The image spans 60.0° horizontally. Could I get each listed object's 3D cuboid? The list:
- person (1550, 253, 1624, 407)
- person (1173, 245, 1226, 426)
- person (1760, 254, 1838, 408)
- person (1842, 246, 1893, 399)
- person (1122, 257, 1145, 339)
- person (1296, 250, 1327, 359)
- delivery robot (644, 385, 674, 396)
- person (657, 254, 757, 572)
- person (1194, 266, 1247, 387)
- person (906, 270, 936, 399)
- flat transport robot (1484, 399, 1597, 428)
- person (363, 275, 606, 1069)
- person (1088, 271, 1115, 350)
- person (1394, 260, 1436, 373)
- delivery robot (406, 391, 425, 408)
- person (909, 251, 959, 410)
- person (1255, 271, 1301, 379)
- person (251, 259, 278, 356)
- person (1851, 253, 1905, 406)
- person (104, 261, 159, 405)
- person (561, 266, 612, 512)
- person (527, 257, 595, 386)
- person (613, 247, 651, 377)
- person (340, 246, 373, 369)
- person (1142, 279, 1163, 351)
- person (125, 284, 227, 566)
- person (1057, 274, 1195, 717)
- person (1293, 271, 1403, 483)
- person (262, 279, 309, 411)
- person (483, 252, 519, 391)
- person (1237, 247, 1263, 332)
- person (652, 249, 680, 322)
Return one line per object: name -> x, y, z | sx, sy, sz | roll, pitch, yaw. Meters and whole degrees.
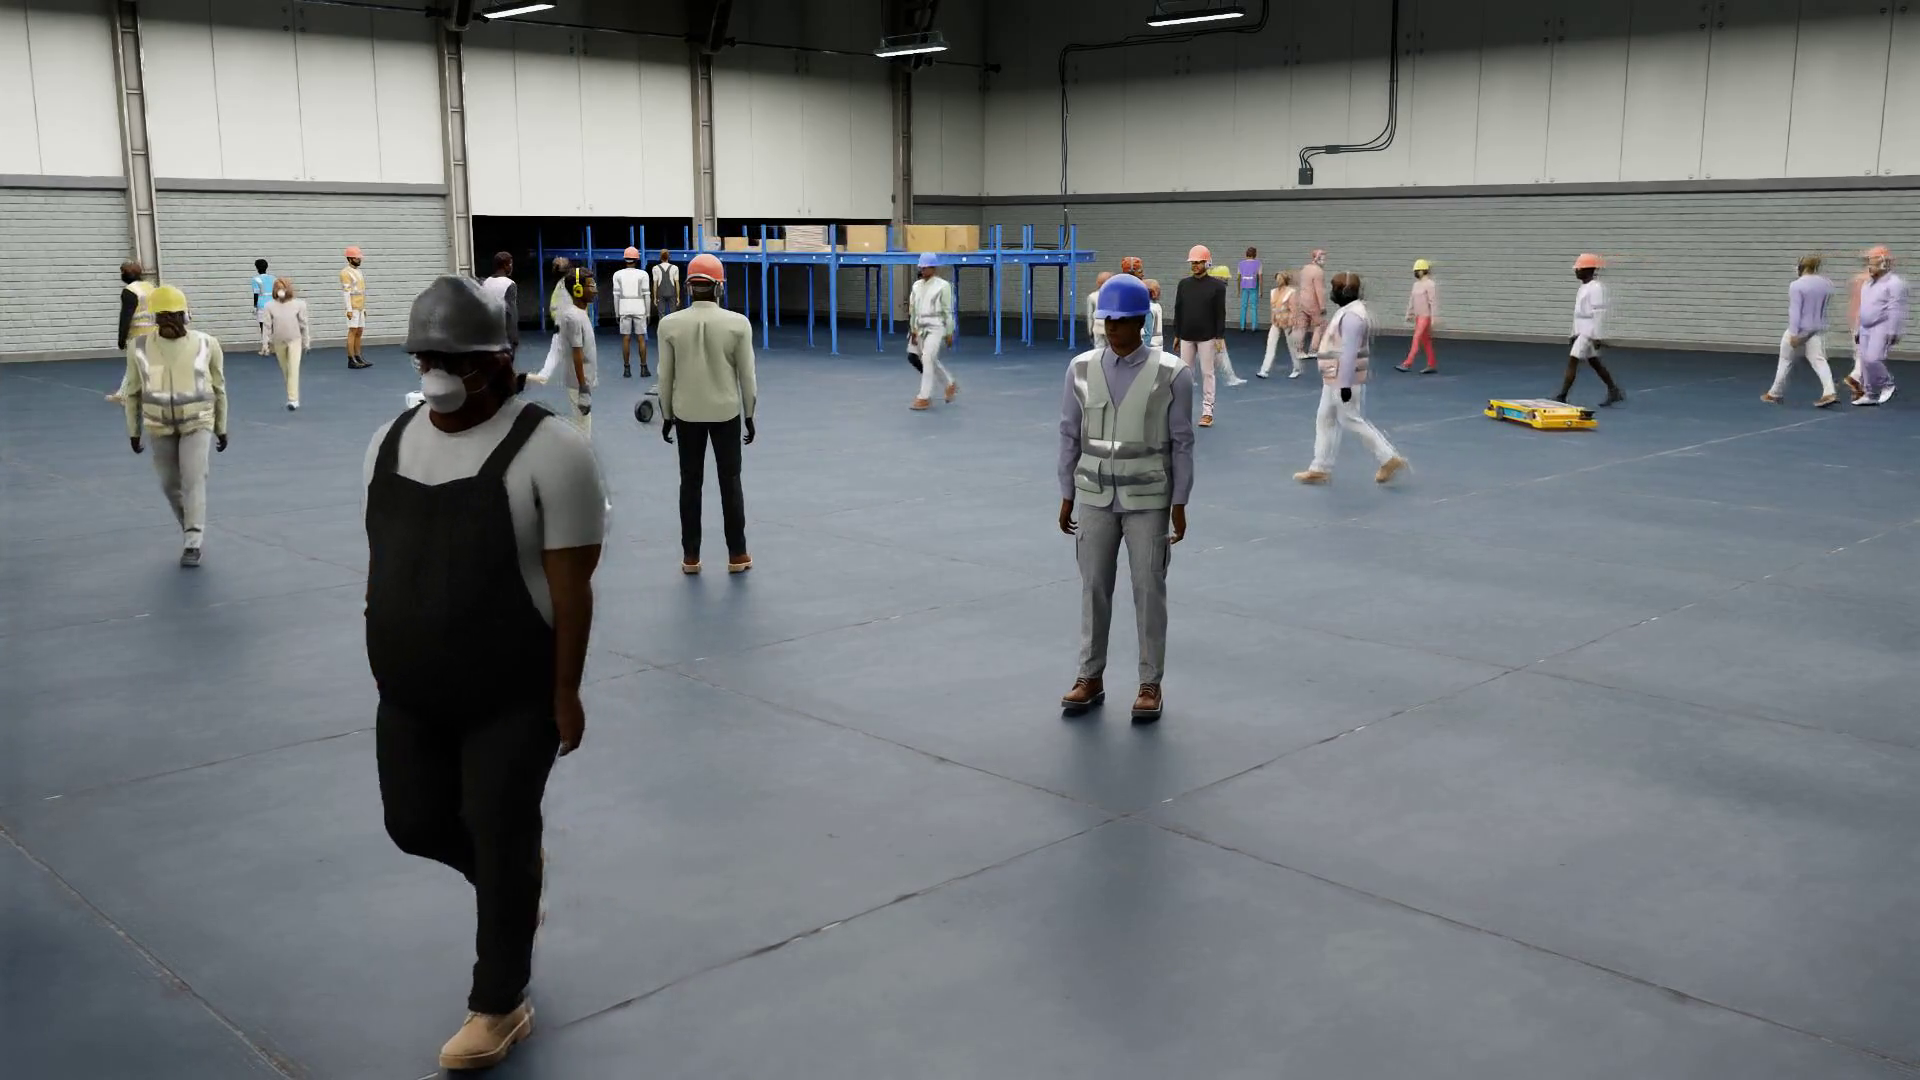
person -> 7.764, -2.576, 20.494 | 0.987, 1.900, 0.562 | 1, 10, 7
person -> 2.652, -2.275, 18.553 | 0.611, 1.996, 0.378 | 7, 12, 32
person -> 10.505, -2.592, 20.613 | 0.642, 1.888, 1.064 | -4, 11, -22
person -> 11.755, -2.809, 21.537 | 0.489, 1.979, 0.615 | -2, 10, -8
person -> 1.768, -2.031, 17.529 | 0.337, 1.882, 0.584 | -1, 10, -5
person -> 6.046, -4.009, 28.386 | 0.522, 1.870, 0.651 | -2, 11, -13
delivery robot -> -3.311, -1.795, 19.020 | 0.335, 0.223, 0.698 | 6, 12, 31
person -> -1.588, -0.796, 10.495 | 0.614, 1.993, 0.395 | 0, 10, -1
person -> 3.536, -2.992, 23.318 | 0.915, 1.693, 0.512 | 1, 10, 8
person -> -0.441, -2.667, 21.530 | 0.545, 1.680, 0.398 | 8, 13, 36
flat transport robot -> 6.574, -1.448, 18.871 | 0.652, 0.197, 1.431 | -1, 10, -7
person -> -1.255, 0.322, 4.386 | 0.692, 2.000, 0.696 | 3, 11, 16
person -> 1.970, -2.774, 22.267 | 0.550, 1.622, 0.373 | 5, 12, 26
person -> 7.004, -3.416, 25.508 | 0.864, 1.726, 0.546 | -3, 11, -14
delivery robot -> -5.663, -1.509, 18.170 | 0.707, 0.478, 0.477 | -1, 11, -7
person -> -0.307, -2.592, 20.510 | 0.628, 1.925, 0.883 | 10, 14, 44
person -> 4.746, -3.154, 24.458 | 0.915, 1.585, 0.526 | -8, 13, -38
person -> -12.261, -4.107, 29.376 | 0.321, 1.690, 0.538 | 6, 12, 28
person -> 11.333, -2.602, 20.620 | 0.431, 1.890, 0.676 | -2, 11, -9
person -> -10.194, -2.559, 20.684 | 1.016, 1.790, 0.636 | 0, 10, -2
person -> -2.897, -1.160, 12.817 | 0.329, 1.873, 0.512 | -3, 11, -15
person -> -5.578, -3.026, 23.183 | 0.951, 1.791, 0.648 | -3, 11, -18
person -> -4.924, -3.428, 25.000 | 0.547, 1.938, 0.379 | 0, 10, -2
person -> -9.669, -3.734, 26.667 | 0.364, 1.935, 0.553 | 1, 10, 5
person -> 2.055, -2.007, 18.057 | 0.307, 1.645, 0.513 | 3, 11, 16
person -> -5.127, -0.778, 10.923 | 0.602, 1.804, 0.822 | -3, 11, -14
person -> 0.715, -0.188, 7.312 | 0.614, 1.943, 0.405 | 5, 11, 23
person -> 3.331, -1.370, 14.125 | 0.837, 1.818, 0.632 | 2, 11, 9
person -> -8.187, -2.370, 20.184 | 0.517, 1.578, 0.871 | -2, 11, -10
person -> -5.592, -2.551, 20.301 | 0.592, 1.912, 0.381 | 9, 13, 39
person -> 6.386, -5.520, 36.656 | 0.571, 1.843, 0.373 | 5, 11, 23
person -> -5.657, -4.677, 32.064 | 0.507, 1.846, 0.344 | -2, 11, -11
